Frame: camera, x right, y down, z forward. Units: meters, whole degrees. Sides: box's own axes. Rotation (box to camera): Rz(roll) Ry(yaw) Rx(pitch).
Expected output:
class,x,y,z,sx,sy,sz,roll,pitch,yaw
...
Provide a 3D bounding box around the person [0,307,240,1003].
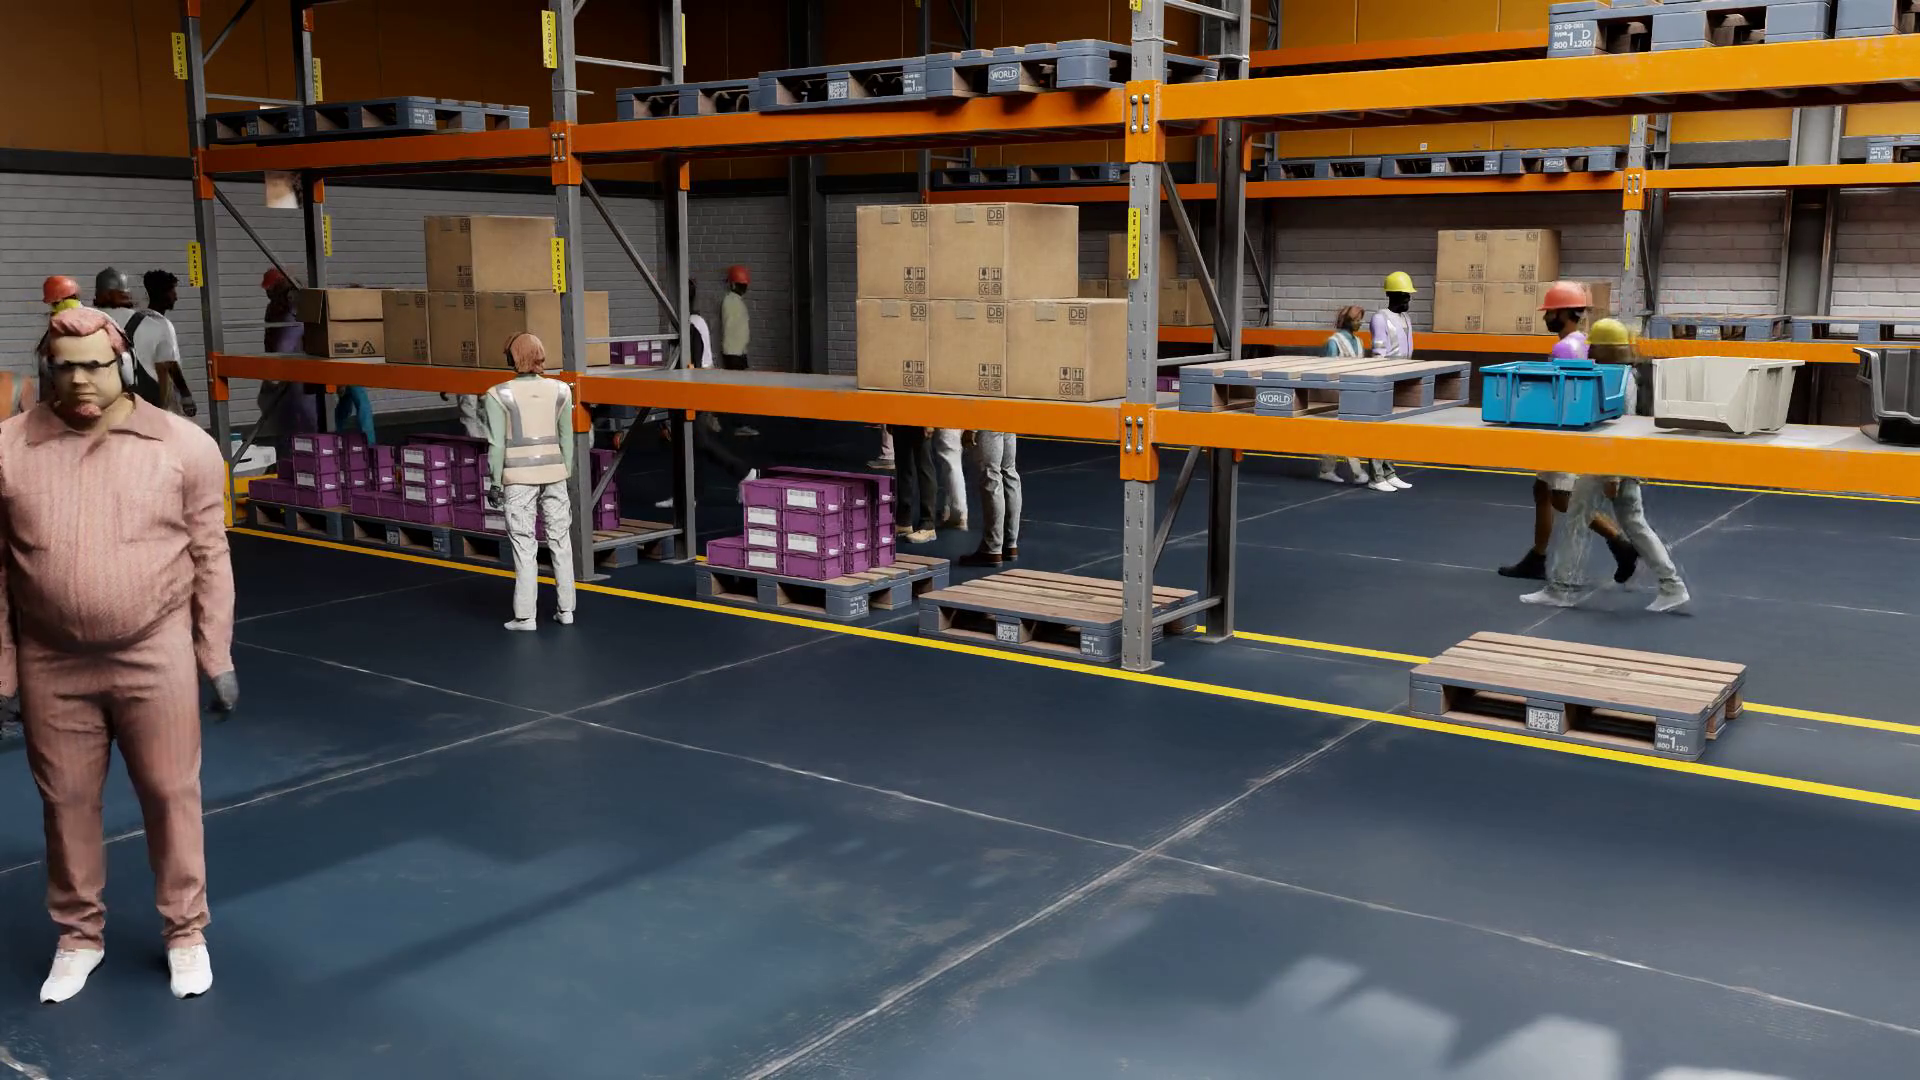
class,x,y,z,sx,sy,sz,roll,pitch,yaw
person,-2.325,0.327,4.562,0.663,1.907,0.482,-3,10,-18

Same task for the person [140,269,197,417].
class,x,y,z,sx,sy,sz,roll,pitch,yaw
person,-6.444,-1.203,13.462,0.428,1.951,0.658,-9,13,-43

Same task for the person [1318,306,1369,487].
class,x,y,z,sx,sy,sz,roll,pitch,yaw
person,3.539,-1.291,14.982,0.699,1.605,0.542,9,13,41

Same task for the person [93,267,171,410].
class,x,y,z,sx,sy,sz,roll,pitch,yaw
person,-6.191,-1.048,12.281,0.681,2.000,1.038,-7,12,-38

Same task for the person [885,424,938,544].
class,x,y,z,sx,sy,sz,roll,pitch,yaw
person,-0.352,-0.898,11.981,0.346,1.842,0.506,-9,13,-43

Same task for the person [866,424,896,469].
class,x,y,z,sx,sy,sz,roll,pitch,yaw
person,-0.711,-1.691,16.242,0.382,1.996,0.608,6,11,31

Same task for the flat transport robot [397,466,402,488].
class,x,y,z,sx,sy,sz,roll,pitch,yaw
flat transport robot,-5.414,-0.555,14.605,1.431,0.197,0.652,6,11,31

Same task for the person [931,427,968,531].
class,x,y,z,sx,sy,sz,roll,pitch,yaw
person,-0.163,-0.993,12.693,0.615,1.799,0.862,-8,12,-40

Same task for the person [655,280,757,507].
class,x,y,z,sx,sy,sz,roll,pitch,yaw
person,-2.098,-1.194,13.599,0.745,1.893,0.610,-2,10,-13

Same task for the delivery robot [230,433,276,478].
class,x,y,z,sx,sy,sz,roll,pitch,yaw
delivery robot,-6.144,-0.663,14.126,0.477,0.478,0.707,2,10,12

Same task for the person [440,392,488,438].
class,x,y,z,sx,sy,sz,roll,pitch,yaw
person,-4.365,-1.410,15.030,0.593,1.855,0.925,-5,11,-29

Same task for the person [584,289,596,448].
class,x,y,z,sx,sy,sz,roll,pitch,yaw
person,-3.241,-1.163,13.709,0.581,1.803,0.694,-6,11,-33

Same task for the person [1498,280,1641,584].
class,x,y,z,sx,sy,sz,roll,pitch,yaw
person,3.844,-0.653,10.338,0.831,1.908,0.555,6,11,33

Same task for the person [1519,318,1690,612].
class,x,y,z,sx,sy,sz,roll,pitch,yaw
person,3.784,-0.424,9.577,0.893,1.700,0.494,7,12,37

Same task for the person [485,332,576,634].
class,x,y,z,sx,sy,sz,roll,pitch,yaw
person,-2.332,-0.309,9.069,0.515,1.641,0.314,-8,12,-40

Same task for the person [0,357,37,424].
class,x,y,z,sx,sy,sz,roll,pitch,yaw
person,-5.657,-0.420,9.778,0.534,1.620,0.473,-9,13,-42

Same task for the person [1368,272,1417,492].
class,x,y,z,sx,sy,sz,roll,pitch,yaw
person,3.815,-1.391,14.659,0.371,1.927,0.588,8,12,38

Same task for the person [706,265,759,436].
class,x,y,z,sx,sy,sz,roll,pitch,yaw
person,-2.617,-2.162,19.110,0.559,1.972,0.637,2,10,13

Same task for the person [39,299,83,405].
class,x,y,z,sx,sy,sz,roll,pitch,yaw
person,-6.936,-0.976,12.760,0.548,1.737,0.767,5,11,28

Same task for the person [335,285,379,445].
class,x,y,z,sx,sy,sz,roll,pitch,yaw
person,-6.009,-1.612,16.441,0.782,1.795,0.609,-1,10,-8

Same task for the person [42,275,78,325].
class,x,y,z,sx,sy,sz,roll,pitch,yaw
person,-7.429,-1.285,14.108,0.596,1.898,0.554,4,10,21

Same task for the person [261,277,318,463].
class,x,y,z,sx,sy,sz,roll,pitch,yaw
person,-6.267,-1.503,15.504,0.861,1.867,0.650,-3,10,-17

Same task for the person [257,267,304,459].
class,x,y,z,sx,sy,sz,roll,pitch,yaw
person,-6.838,-1.743,16.693,0.666,1.955,0.580,9,13,43

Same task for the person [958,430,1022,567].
class,x,y,z,sx,sy,sz,roll,pitch,yaw
person,0.205,-0.787,11.026,0.371,1.941,0.627,5,11,29
